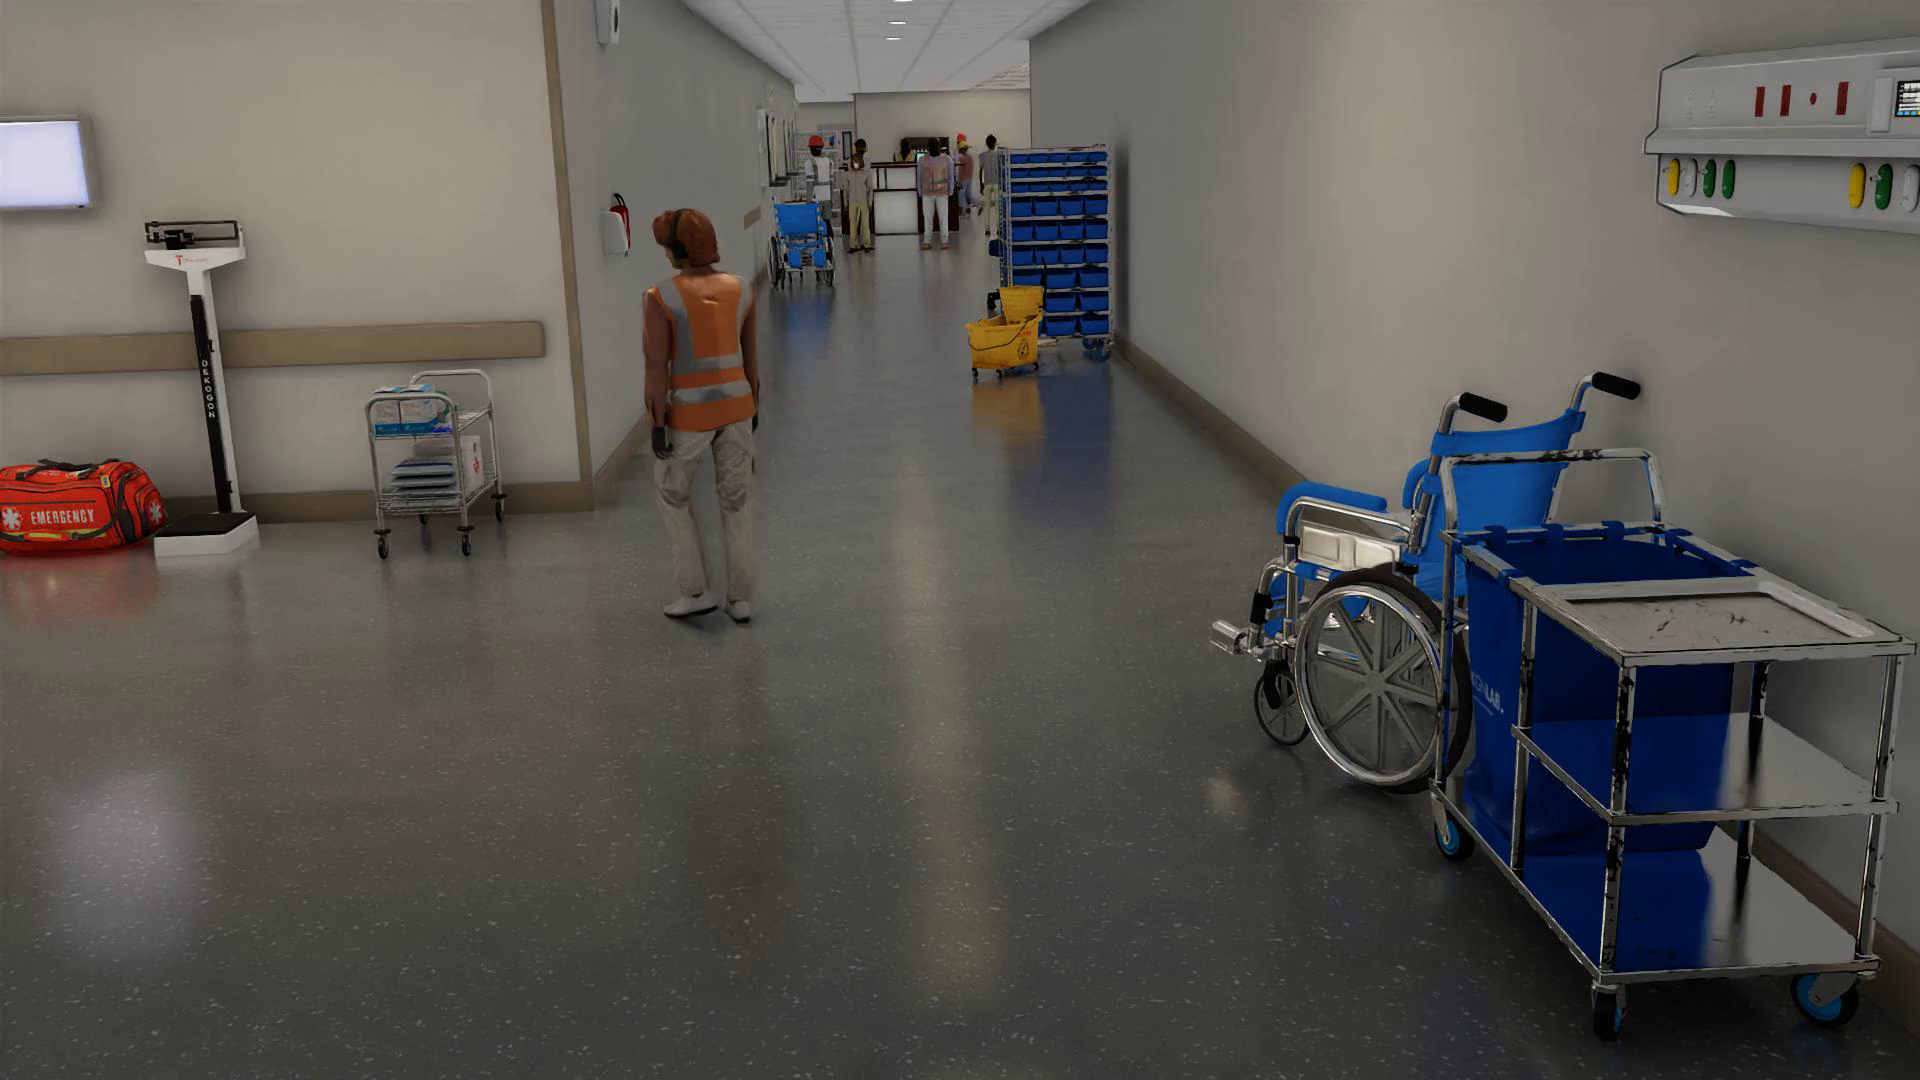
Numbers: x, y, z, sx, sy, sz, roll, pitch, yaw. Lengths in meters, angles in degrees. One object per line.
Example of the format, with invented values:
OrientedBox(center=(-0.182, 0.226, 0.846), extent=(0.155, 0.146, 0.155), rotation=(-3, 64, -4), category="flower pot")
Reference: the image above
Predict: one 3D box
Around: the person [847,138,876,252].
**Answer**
OrientedBox(center=(-1.654, -5.796, 27.968), extent=(0.329, 1.865, 0.513), rotation=(12, 19, 43), category="person")

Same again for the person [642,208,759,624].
OrientedBox(center=(-0.995, -0.468, 6.496), extent=(0.567, 1.627, 0.424), rotation=(-12, 17, -35), category="person")

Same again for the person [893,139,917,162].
OrientedBox(center=(-1.230, -8.267, 38.152), extent=(0.619, 1.835, 0.430), rotation=(2, 14, 13), category="person")

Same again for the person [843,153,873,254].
OrientedBox(center=(-1.673, -5.542, 27.408), extent=(0.499, 1.633, 0.286), rotation=(1, 14, 9), category="person")

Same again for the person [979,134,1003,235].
OrientedBox(center=(0.612, -6.668, 31.264), extent=(0.514, 1.876, 0.328), rotation=(2, 14, 14), category="person")

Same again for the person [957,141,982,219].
OrientedBox(center=(0.165, -8.153, 37.672), extent=(0.507, 1.751, 0.535), rotation=(9, 17, 37), category="person")

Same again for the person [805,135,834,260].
OrientedBox(center=(-2.225, -5.384, 26.191), extent=(0.358, 1.938, 0.548), rotation=(11, 19, 42), category="person")

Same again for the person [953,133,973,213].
OrientedBox(center=(0.064, -8.955, 40.619), extent=(0.545, 1.929, 0.390), rotation=(5, 15, 27), category="person")

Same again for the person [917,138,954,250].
OrientedBox(center=(-0.406, -5.775, 27.785), extent=(0.624, 1.844, 0.430), rotation=(1, 14, 10), category="person")

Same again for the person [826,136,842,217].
OrientedBox(center=(-3.046, -8.800, 40.304), extent=(0.386, 1.948, 0.604), rotation=(-6, 14, -17), category="person")
